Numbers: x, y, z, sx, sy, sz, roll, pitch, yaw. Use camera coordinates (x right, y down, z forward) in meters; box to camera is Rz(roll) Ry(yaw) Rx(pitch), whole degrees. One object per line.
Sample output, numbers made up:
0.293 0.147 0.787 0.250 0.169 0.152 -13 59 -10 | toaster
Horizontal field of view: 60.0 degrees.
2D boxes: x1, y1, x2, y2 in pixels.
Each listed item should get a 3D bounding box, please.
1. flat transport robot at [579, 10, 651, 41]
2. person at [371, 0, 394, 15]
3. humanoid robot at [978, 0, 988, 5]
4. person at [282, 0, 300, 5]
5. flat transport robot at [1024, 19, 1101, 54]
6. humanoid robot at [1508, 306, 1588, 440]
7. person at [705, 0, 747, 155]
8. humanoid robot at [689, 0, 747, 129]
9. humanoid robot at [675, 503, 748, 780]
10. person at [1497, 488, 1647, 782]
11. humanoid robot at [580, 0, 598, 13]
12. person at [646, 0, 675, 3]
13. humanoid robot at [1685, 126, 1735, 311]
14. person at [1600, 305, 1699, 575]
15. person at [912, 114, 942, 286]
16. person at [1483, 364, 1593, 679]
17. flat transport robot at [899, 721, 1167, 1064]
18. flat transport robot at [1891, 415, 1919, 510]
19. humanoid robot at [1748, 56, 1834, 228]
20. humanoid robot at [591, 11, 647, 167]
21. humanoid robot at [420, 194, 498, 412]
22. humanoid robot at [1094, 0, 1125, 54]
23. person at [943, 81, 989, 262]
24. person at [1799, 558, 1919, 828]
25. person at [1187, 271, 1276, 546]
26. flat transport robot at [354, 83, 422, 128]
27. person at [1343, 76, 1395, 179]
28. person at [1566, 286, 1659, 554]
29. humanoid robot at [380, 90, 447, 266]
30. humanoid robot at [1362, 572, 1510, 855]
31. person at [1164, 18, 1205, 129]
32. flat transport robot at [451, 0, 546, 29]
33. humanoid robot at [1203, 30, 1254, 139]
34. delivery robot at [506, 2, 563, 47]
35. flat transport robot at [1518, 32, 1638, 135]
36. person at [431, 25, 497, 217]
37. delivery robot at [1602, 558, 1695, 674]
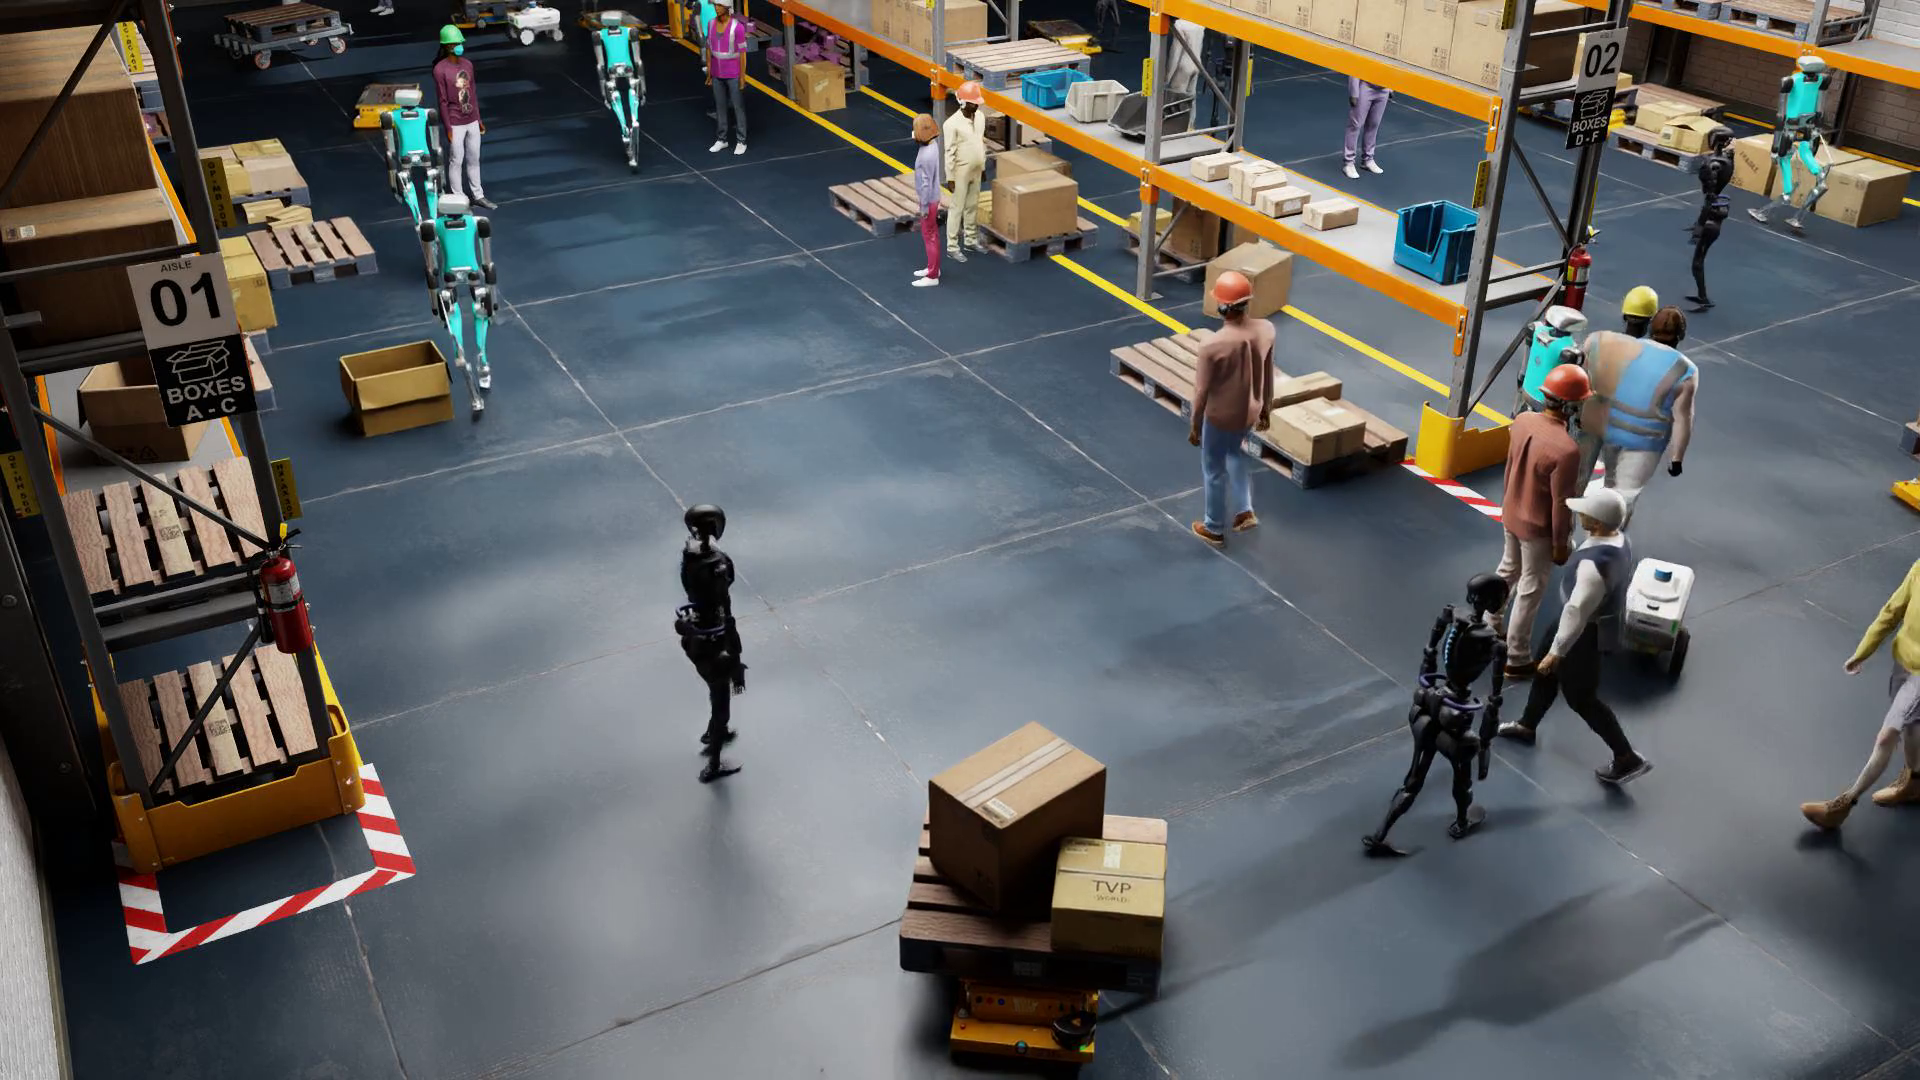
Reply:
-5.132 -7.622 24.679 0.659 0.231 1.431 -15 33 -24 | flat transport robot
-9.004 -8.933 25.586 0.284 1.633 0.500 -21 36 -32 | person
0.125 -9.170 25.990 0.696 1.633 0.601 -11 32 -19 | humanoid robot
-9.939 -8.456 24.566 0.430 1.833 0.628 -1 30 -2 | person
1.476 -7.292 24.103 0.659 0.231 1.431 -9 31 -16 | flat transport robot
4.050 -0.723 11.277 0.691 1.865 0.579 -9 31 -15 | humanoid robot
-2.701 -5.390 19.209 0.506 1.847 0.340 11 32 18 | person
-2.772 -5.757 19.978 0.993 1.741 0.530 24 38 35 | humanoid robot
-1.341 0.543 9.054 0.422 1.644 0.589 -18 34 -28 | humanoid robot
3.438 0.508 9.062 0.828 1.729 0.743 14 33 23 | person
-5.675 -8.752 25.243 0.591 1.651 0.346 -7 31 -11 | humanoid robot
-4.789 -9.372 26.282 0.601 1.706 0.476 -3 30 -5 | person
6.831 -2.917 15.072 0.414 1.636 0.597 13 32 21 | humanoid robot
4.537 -0.691 11.095 0.961 1.780 0.706 -21 36 -32 | person
-0.312 -3.187 15.595 0.280 1.628 0.500 1 30 2 | person
3.434 -0.119 9.901 0.402 1.986 0.620 -6 30 -10 | person
0.369 1.915 8.077 0.659 0.231 1.431 4 30 7 | flat transport robot
7.583 -0.353 12.024 1.431 0.231 0.659 -7 31 -12 | flat transport robot
8.529 -3.953 16.813 0.542 1.735 0.975 -5 30 -9 | humanoid robot
-3.771 -4.955 18.613 0.553 1.762 1.045 -6 30 -10 | humanoid robot
-3.867 -1.797 13.062 0.554 1.735 1.004 -9 31 -16 | humanoid robot
2.070 -7.669 23.348 0.409 1.636 0.589 23 37 35 | humanoid robot
0.077 -3.587 16.172 0.343 1.743 0.564 22 37 33 | person
4.905 0.676 8.658 0.938 1.842 0.486 -7 31 -11 | person
1.795 -0.870 11.208 0.644 1.975 0.448 -15 33 -24 | person
-7.206 -5.489 20.965 0.659 0.231 1.431 -5 30 -8 | flat transport robot
4.581 -4.991 18.462 0.636 1.903 0.406 -16 33 -25 | person
4.402 -0.807 11.205 0.595 1.874 0.981 23 37 35 | person
-5.096 -3.336 15.736 0.547 1.739 0.982 -12 32 -20 | humanoid robot
2.486 0.905 8.478 0.752 1.630 0.610 -13 32 -21 | humanoid robot
2.599 -5.490 19.345 0.376 1.896 0.575 25 38 37 | person
-7.001 -8.001 25.337 1.431 0.231 0.659 -10 31 -17 | flat transport robot
3.136 -5.389 19.369 0.595 1.654 0.325 5 30 8 | humanoid robot
-6.222 -7.507 24.209 0.789 0.612 0.499 -20 35 -31 | delivery robot
7.636 -5.308 20.649 0.659 0.231 1.431 -16 33 -25 | flat transport robot
-5.210 -4.377 17.340 0.415 1.955 0.488 19 35 30 | person
4.331 0.429 10.369 0.499 0.589 0.792 15 33 25 | delivery robot
